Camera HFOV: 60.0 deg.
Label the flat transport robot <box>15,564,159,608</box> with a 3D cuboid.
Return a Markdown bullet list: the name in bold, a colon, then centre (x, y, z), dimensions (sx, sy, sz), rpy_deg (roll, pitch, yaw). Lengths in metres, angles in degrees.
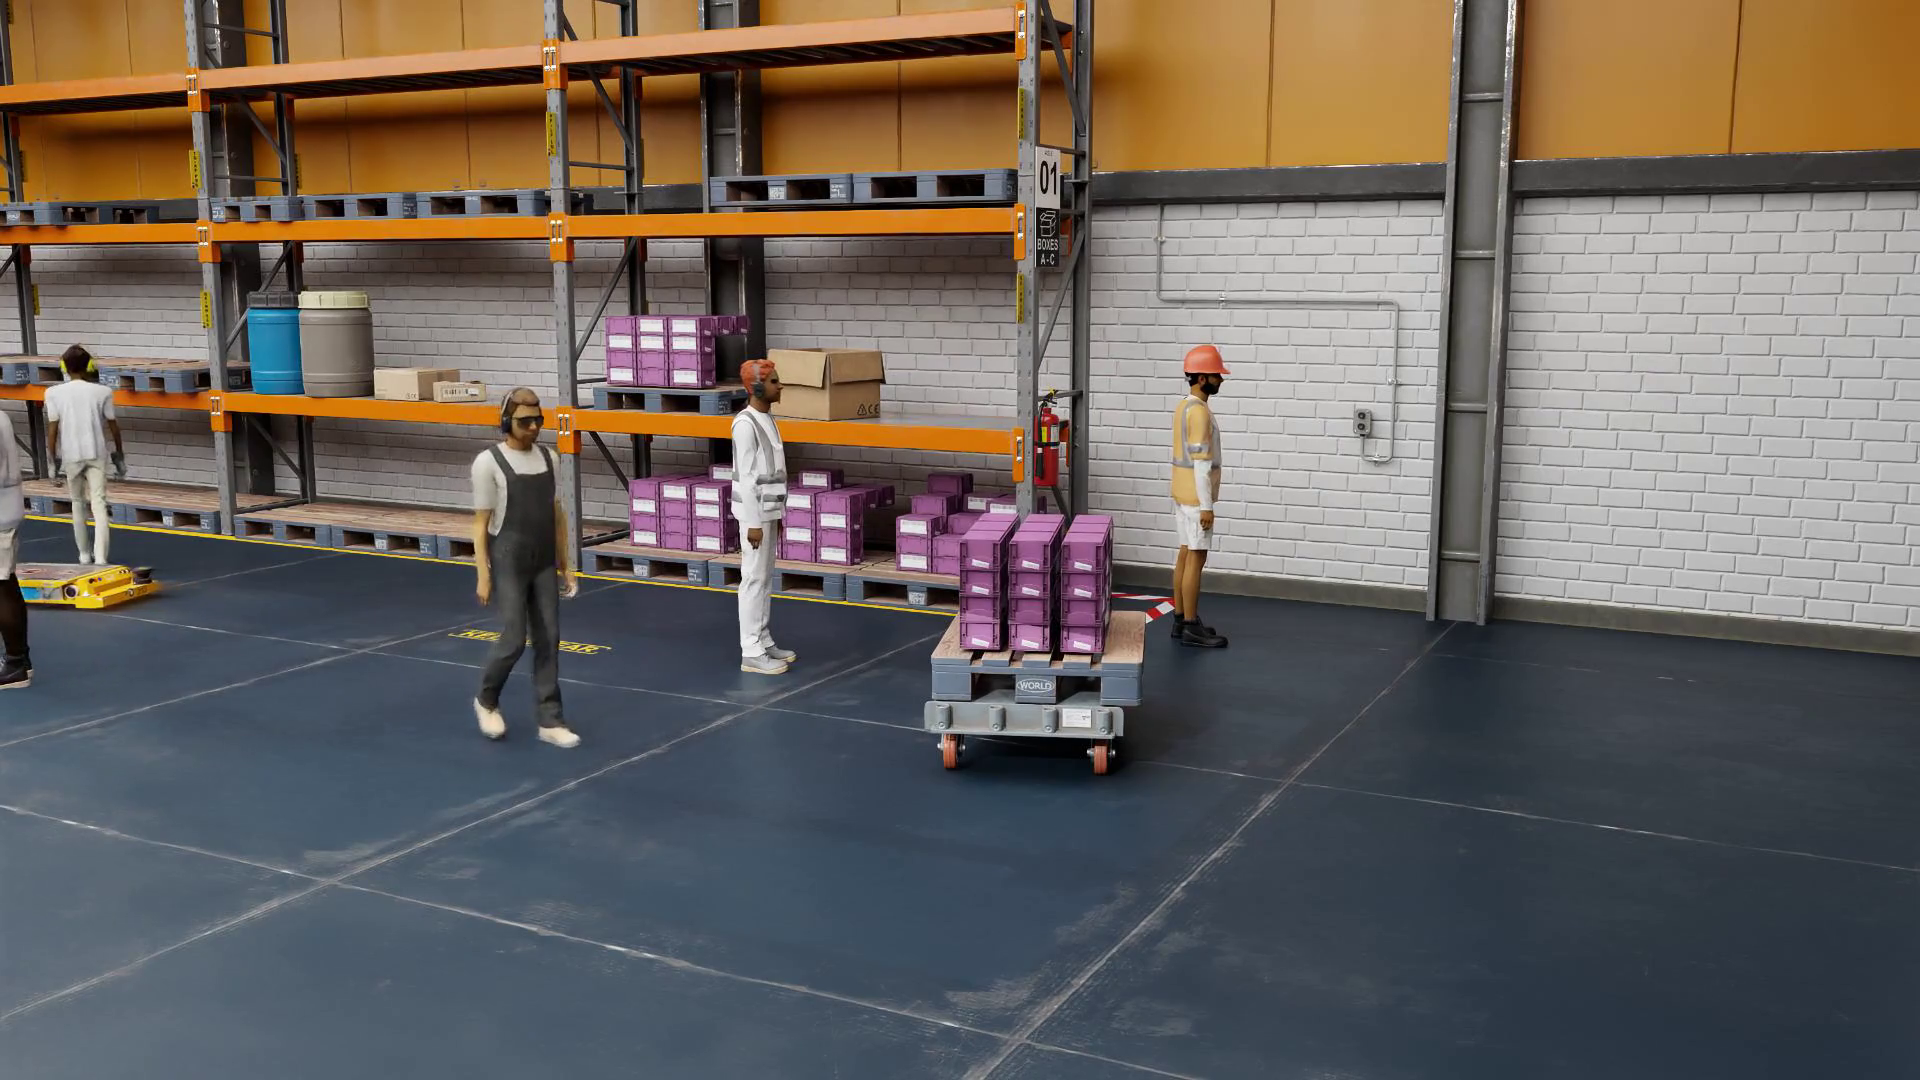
- **flat transport robot**: centre (-6.698, 0.320, 12.115), dimensions (1.431, 0.197, 0.652), rpy_deg (1, 9, 8)

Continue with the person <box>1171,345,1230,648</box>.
- **person**: centre (1.541, -0.281, 10.695), dimensions (0.354, 1.939, 0.544), rpy_deg (-1, 9, -4)

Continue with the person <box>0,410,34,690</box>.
- **person**: centre (-5.600, -0.115, 9.586), dimensions (0.362, 1.963, 0.613), rpy_deg (-4, 10, -21)

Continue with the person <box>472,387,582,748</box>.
- **person**: centre (-2.196, 0.141, 8.410), dimensions (0.557, 1.837, 0.514), rpy_deg (7, 11, 36)

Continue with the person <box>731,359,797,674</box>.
- **person**: centre (-1.192, -0.146, 10.031), dimensions (0.356, 1.884, 0.574), rpy_deg (1, 9, 5)

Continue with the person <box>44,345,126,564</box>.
- **person**: centre (-7.014, -0.650, 13.357), dimensions (0.553, 1.827, 0.991), rpy_deg (-5, 10, -28)
